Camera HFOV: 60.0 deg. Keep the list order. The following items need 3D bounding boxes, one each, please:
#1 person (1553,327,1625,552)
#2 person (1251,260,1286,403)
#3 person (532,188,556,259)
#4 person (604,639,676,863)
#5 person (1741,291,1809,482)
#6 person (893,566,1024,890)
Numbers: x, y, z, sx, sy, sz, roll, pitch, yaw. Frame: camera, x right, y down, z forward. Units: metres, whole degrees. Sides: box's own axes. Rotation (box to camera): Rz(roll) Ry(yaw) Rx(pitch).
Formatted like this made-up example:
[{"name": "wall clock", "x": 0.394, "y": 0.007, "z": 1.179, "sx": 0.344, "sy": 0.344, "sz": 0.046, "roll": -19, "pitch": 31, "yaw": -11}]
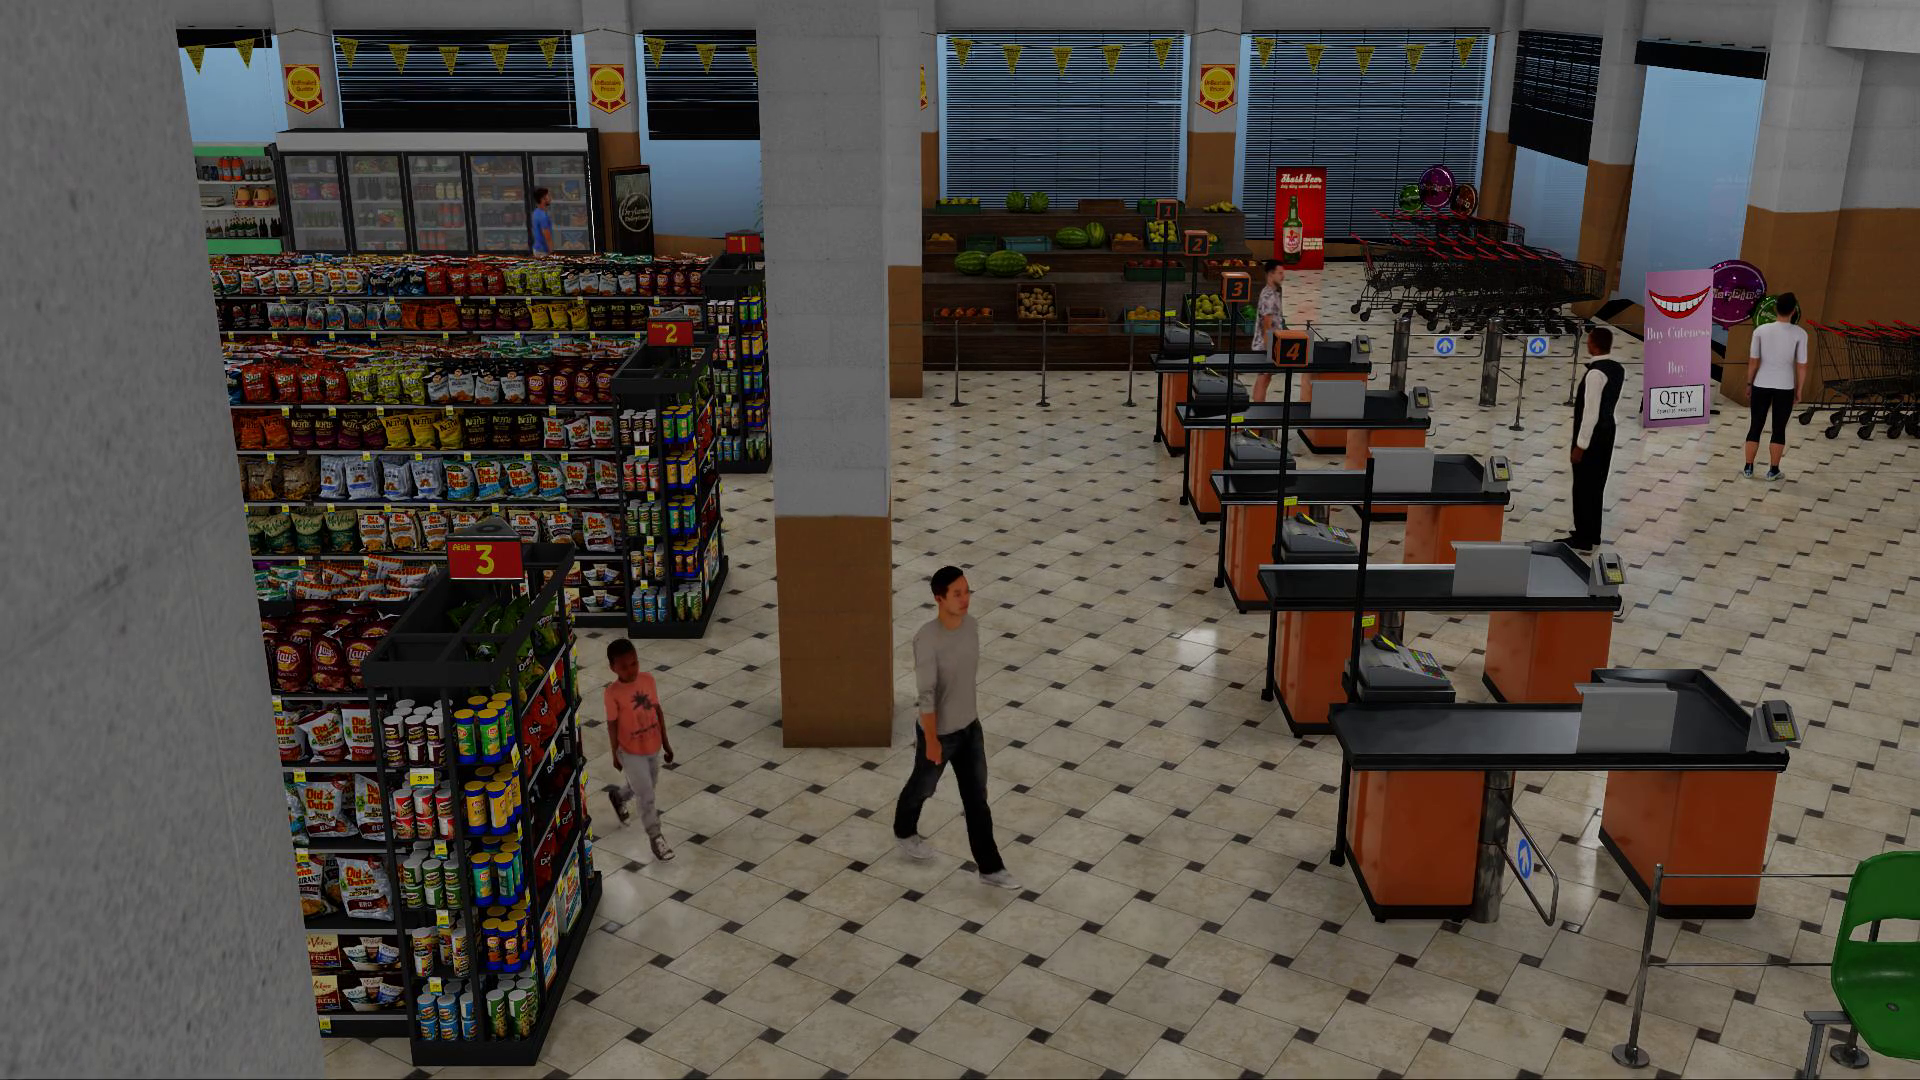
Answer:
[{"name": "person", "x": 5.417, "y": -0.870, "z": 14.224, "sx": 0.822, "sy": 1.917, "sz": 0.775, "roll": 16, "pitch": 25, "yaw": 40}, {"name": "person", "x": 3.351, "y": -2.160, "z": 18.211, "sx": 0.634, "sy": 1.815, "sz": 0.704, "roll": 3, "pitch": 19, "yaw": 10}, {"name": "person", "x": -6.072, "y": -4.099, "z": 23.945, "sx": 1.283, "sy": 1.824, "sz": 0.953, "roll": -7, "pitch": 20, "yaw": -21}, {"name": "person", "x": -1.833, "y": 1.128, "z": 9.286, "sx": 0.908, "sy": 1.287, "sz": 0.853, "roll": 16, "pitch": 24, "yaw": 39}, {"name": "person", "x": 7.921, "y": -1.496, "z": 16.182, "sx": 0.706, "sy": 1.853, "sz": 0.816, "roll": 12, "pitch": 22, "yaw": 31}, {"name": "person", "x": -0.147, "y": 0.993, "z": 8.943, "sx": 1.226, "sy": 1.761, "sz": 1.133, "roll": 16, "pitch": 24, "yaw": 39}]
